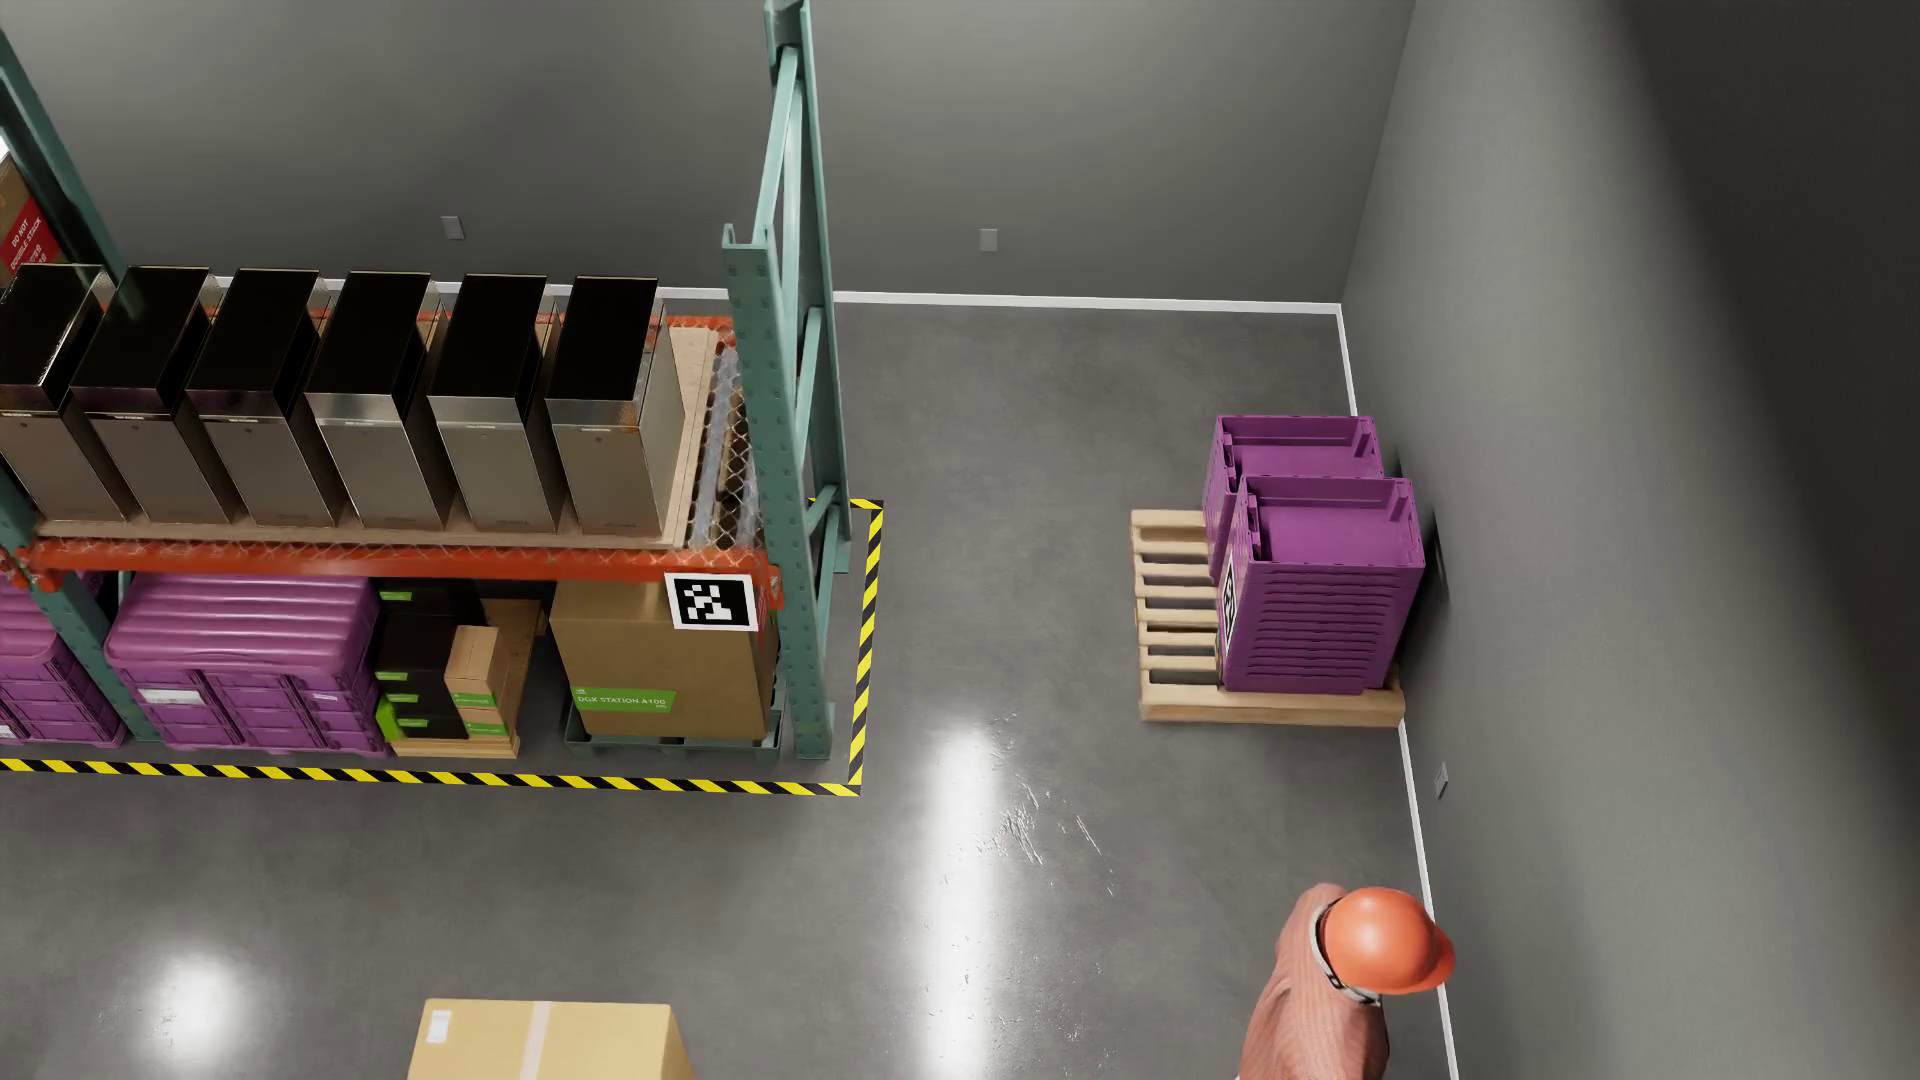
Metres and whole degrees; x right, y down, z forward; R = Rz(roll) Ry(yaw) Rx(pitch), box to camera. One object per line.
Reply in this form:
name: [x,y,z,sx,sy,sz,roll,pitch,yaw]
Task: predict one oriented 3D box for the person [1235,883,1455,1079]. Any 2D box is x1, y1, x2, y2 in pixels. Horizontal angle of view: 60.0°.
person: [0.950,1.455,4.517,0.390,1.995,0.613,3,52,3]
